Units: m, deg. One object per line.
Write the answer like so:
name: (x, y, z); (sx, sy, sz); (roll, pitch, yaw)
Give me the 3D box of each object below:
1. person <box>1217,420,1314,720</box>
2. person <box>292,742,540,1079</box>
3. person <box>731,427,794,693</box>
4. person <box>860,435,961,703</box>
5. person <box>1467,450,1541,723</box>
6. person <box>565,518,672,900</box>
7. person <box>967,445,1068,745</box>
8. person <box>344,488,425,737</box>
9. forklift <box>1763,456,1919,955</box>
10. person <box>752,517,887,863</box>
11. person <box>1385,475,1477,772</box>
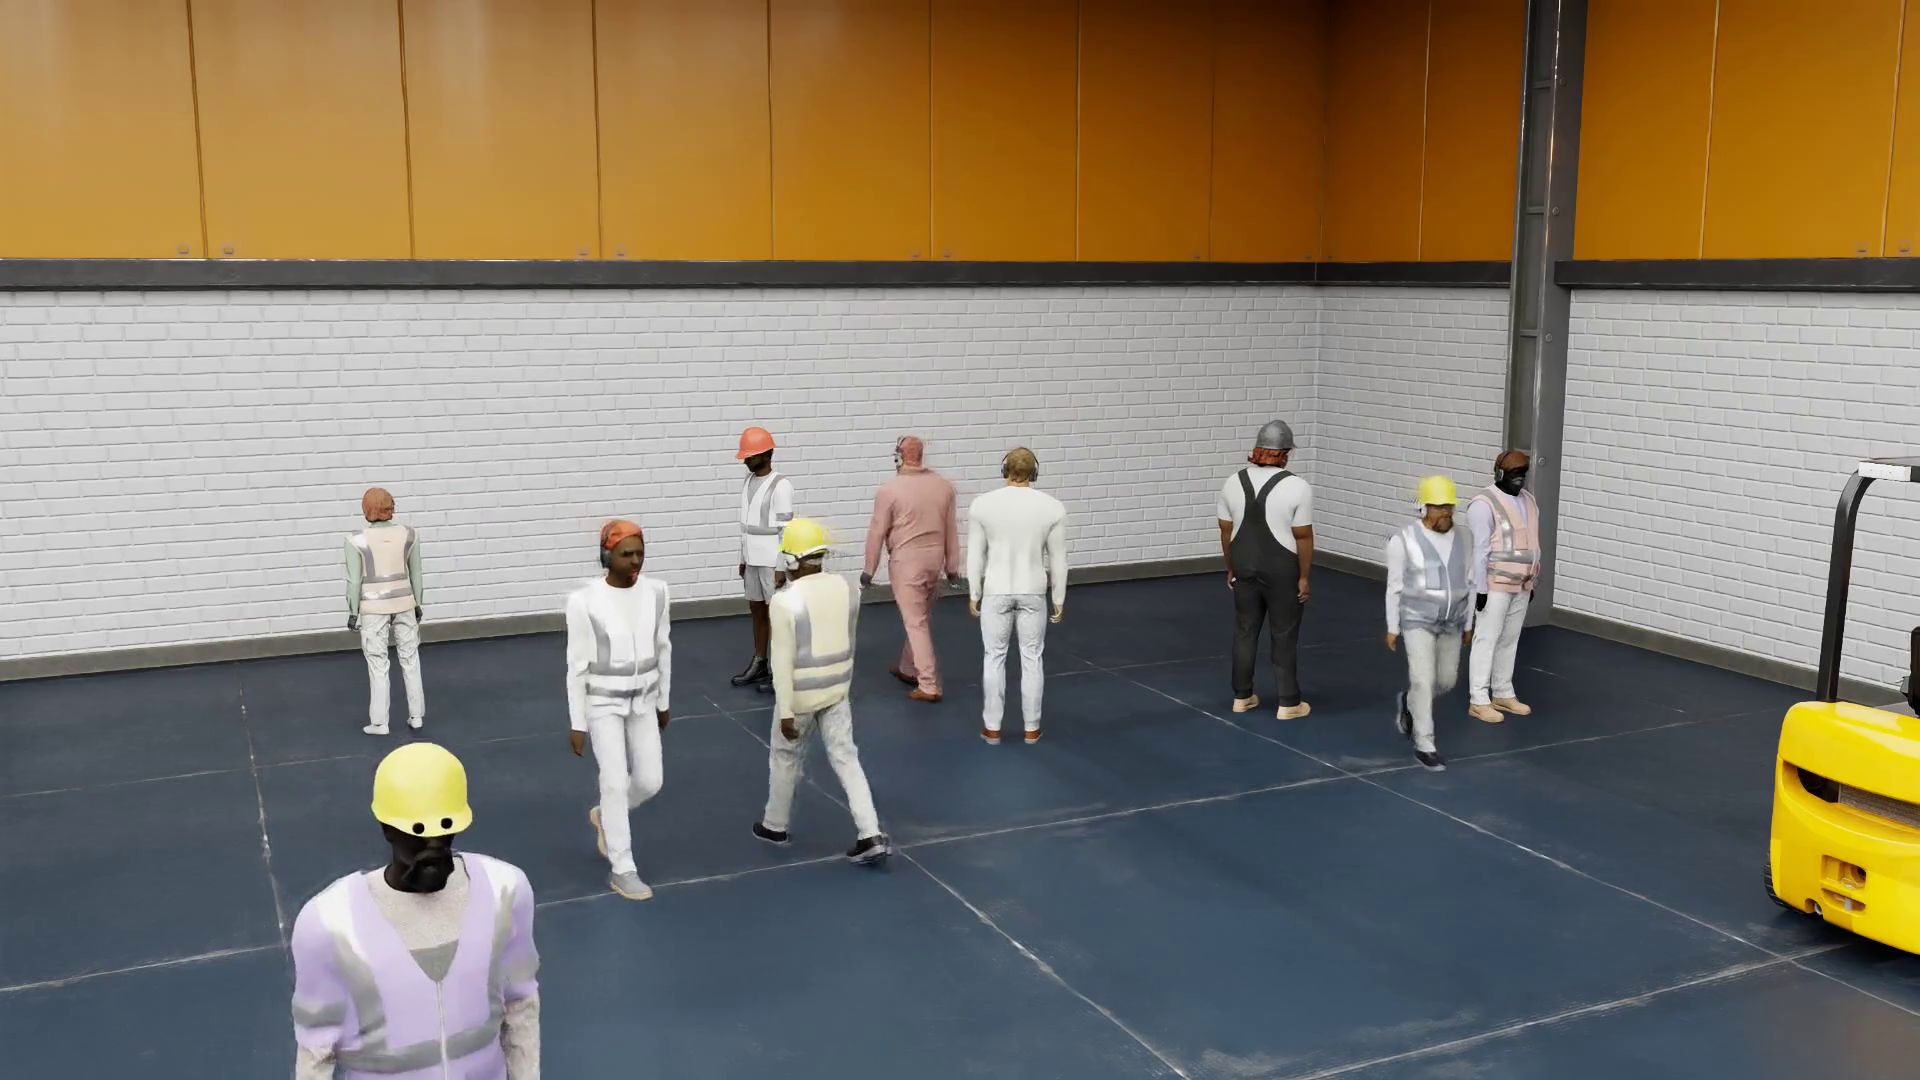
person: (2.130, 0.190, 11.388); (0.683, 2.000, 0.536); (7, 12, 38)
person: (-1.350, 1.415, 4.180); (0.588, 1.915, 0.536); (-7, 11, -36)
person: (-1.438, 0.139, 12.055); (0.372, 1.928, 0.543); (-8, 12, -42)
person: (-0.382, 0.190, 11.925); (0.662, 1.871, 0.920); (-8, 12, -41)
person: (3.704, 0.305, 11.299); (0.636, 1.840, 0.429); (-7, 12, -37)
person: (-1.703, 0.806, 8.149); (0.599, 1.860, 0.560); (-8, 12, -40)
person: (0.368, 0.360, 10.691); (0.641, 1.931, 0.382); (0, 9, -1)
person: (-3.761, 0.471, 10.895); (0.514, 1.637, 0.315); (-8, 12, -40)
forklift: (4.857, 0.731, 7.561); (2.313, 2.155, 1.214); (-4, 10, -25)
person: (-0.721, 0.772, 8.576); (0.593, 1.795, 0.914); (-8, 12, -41)
person: (2.902, 0.475, 10.345); (0.595, 1.811, 0.735); (-2, 9, -13)
